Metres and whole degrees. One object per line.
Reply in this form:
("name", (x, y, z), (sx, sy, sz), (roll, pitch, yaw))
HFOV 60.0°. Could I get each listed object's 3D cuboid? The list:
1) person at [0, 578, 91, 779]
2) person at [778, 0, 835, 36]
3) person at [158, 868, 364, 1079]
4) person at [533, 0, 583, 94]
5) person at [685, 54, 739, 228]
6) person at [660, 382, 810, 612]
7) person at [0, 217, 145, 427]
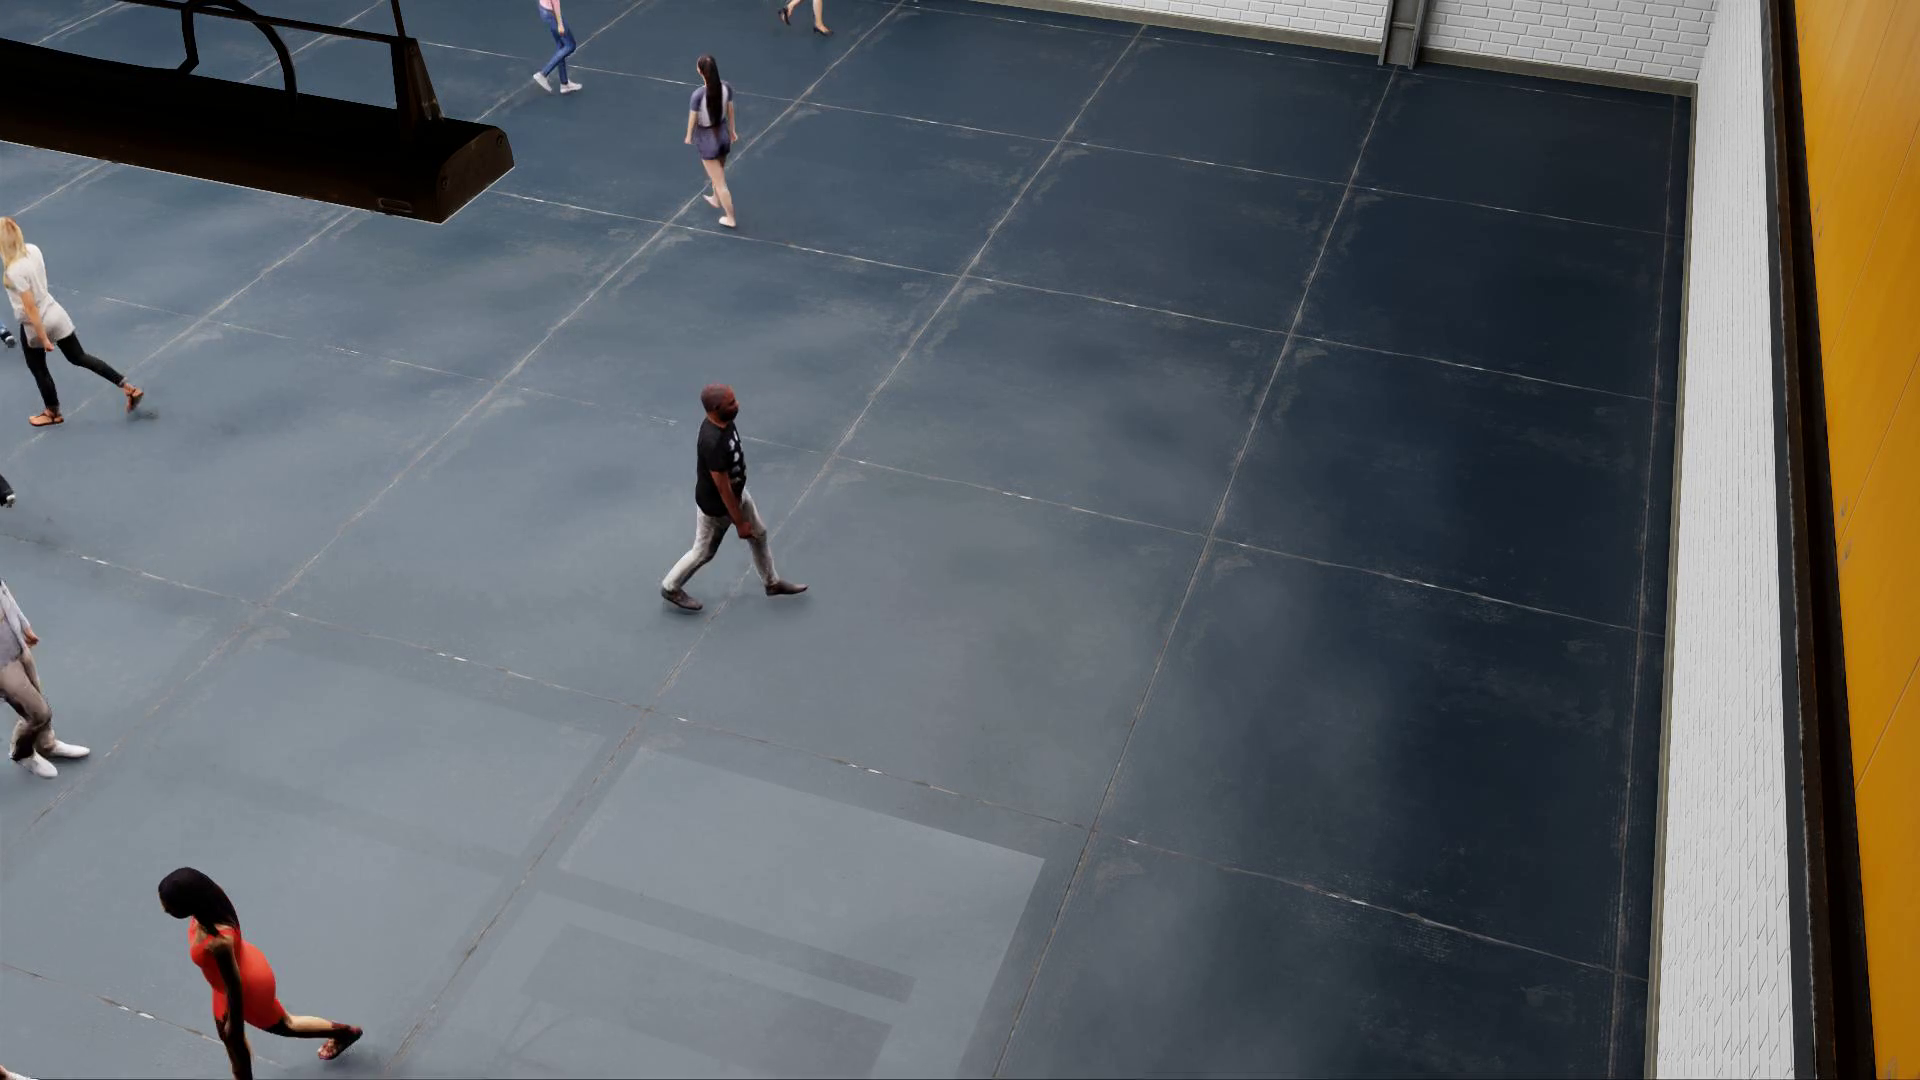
("person", (-5.749, 0.668, 9.815), (0.782, 1.850, 0.796), (-2, 39, -2))
("person", (-1.789, -6.613, 19.027), (0.965, 1.732, 0.818), (-5, 39, -6))
("person", (-3.405, 2.139, 8.103), (0.991, 1.688, 1.067), (-26, 45, -29))
("person", (-4.412, -5.584, 17.735), (0.877, 1.736, 0.824), (-18, 42, -21))
("person", (-2.220, -3.660, 15.413), (0.962, 1.627, 0.815), (30, 47, 32))
("person", (-1.665, -0.230, 11.012), (1.306, 1.760, 0.903), (3, 39, 3))
("person", (-6.914, -1.657, 12.773), (1.213, 1.792, 0.867), (0, 39, 0))
